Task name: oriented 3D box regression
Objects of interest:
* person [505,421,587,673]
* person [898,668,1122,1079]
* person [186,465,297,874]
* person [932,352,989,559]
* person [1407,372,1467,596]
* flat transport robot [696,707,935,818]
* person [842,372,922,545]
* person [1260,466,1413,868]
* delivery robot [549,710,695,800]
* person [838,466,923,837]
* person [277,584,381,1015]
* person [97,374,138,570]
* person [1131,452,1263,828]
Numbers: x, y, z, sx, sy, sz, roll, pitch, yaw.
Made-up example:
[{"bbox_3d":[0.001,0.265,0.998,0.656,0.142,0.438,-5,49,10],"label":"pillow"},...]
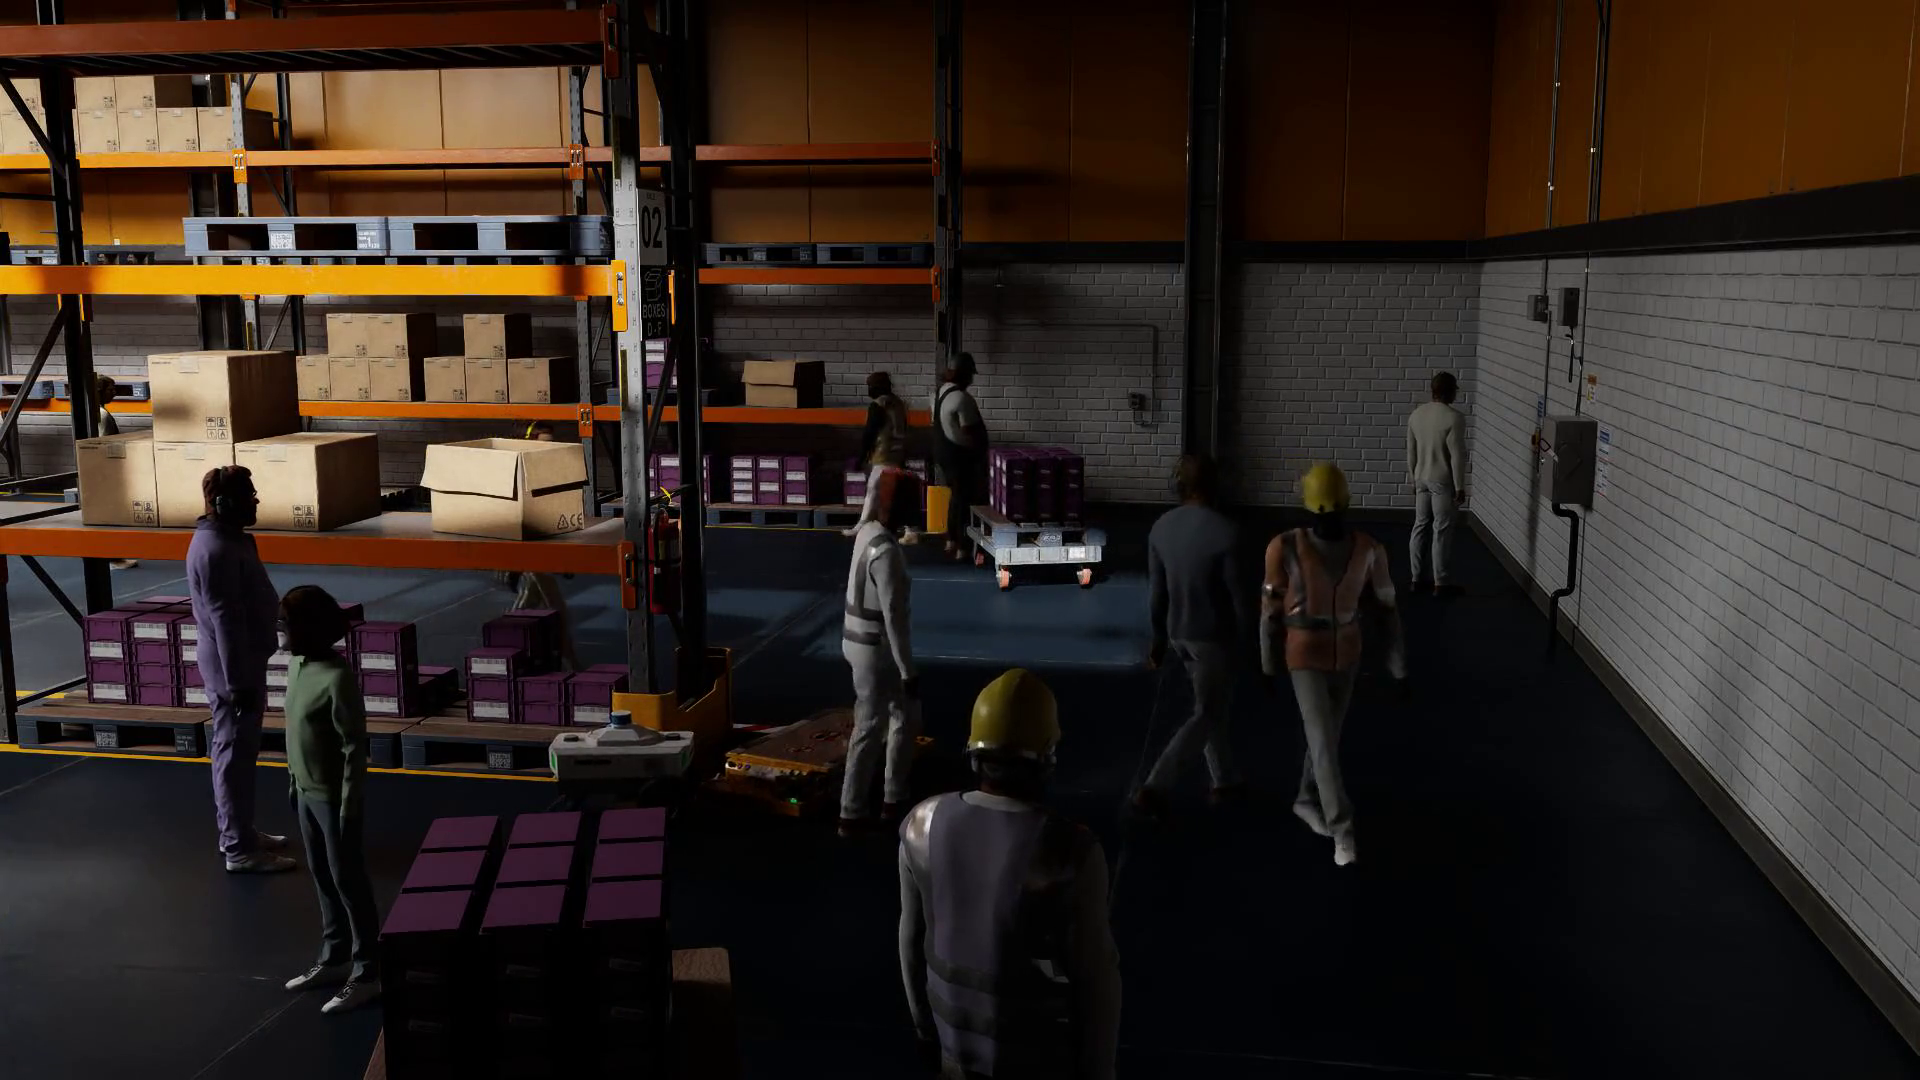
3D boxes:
[{"bbox_3d":[-2.801,0.106,11.129,0.962,1.826,0.540,3,9,15],"label":"person"},{"bbox_3d":[0.140,1.222,4.138,0.600,1.833,0.404,6,11,33],"label":"person"},{"bbox_3d":[-3.364,0.598,7.788,0.408,1.908,0.644,-5,10,-26],"label":"person"},{"bbox_3d":[0.019,-0.834,16.261,0.543,2.000,0.702,-3,10,-19],"label":"person"},{"bbox_3d":[4.141,-0.488,14.427,0.372,1.941,0.627,-5,10,-28],"label":"person"},{"bbox_3d":[-0.760,1.193,9.157,0.652,0.197,1.431,5,10,27],"label":"flat transport robot"},{"bbox_3d":[-0.782,-0.838,17.128,0.957,1.786,0.606,3,10,17],"label":"person"},{"bbox_3d":[1.760,0.577,7.983,0.656,1.885,0.795,-3,10,-16],"label":"person"},{"bbox_3d":[-1.722,1.113,8.488,0.707,0.478,0.477,0,9,-2],"label":"delivery robot"},{"bbox_3d":[-0.307,0.561,8.139,0.664,1.860,0.588,-1,9,-6],"label":"person"},{"bbox_3d":[-2.411,0.972,6.314,0.268,1.631,0.507,-9,13,-44],"label":"person"},{"bbox_3d":[-8.064,-0.639,15.677,0.504,1.840,0.345,9,12,43],"label":"person"},{"bbox_3d":[1.217,0.497,8.468,0.941,1.895,0.629,-6,11,-32],"label":"person"}]
